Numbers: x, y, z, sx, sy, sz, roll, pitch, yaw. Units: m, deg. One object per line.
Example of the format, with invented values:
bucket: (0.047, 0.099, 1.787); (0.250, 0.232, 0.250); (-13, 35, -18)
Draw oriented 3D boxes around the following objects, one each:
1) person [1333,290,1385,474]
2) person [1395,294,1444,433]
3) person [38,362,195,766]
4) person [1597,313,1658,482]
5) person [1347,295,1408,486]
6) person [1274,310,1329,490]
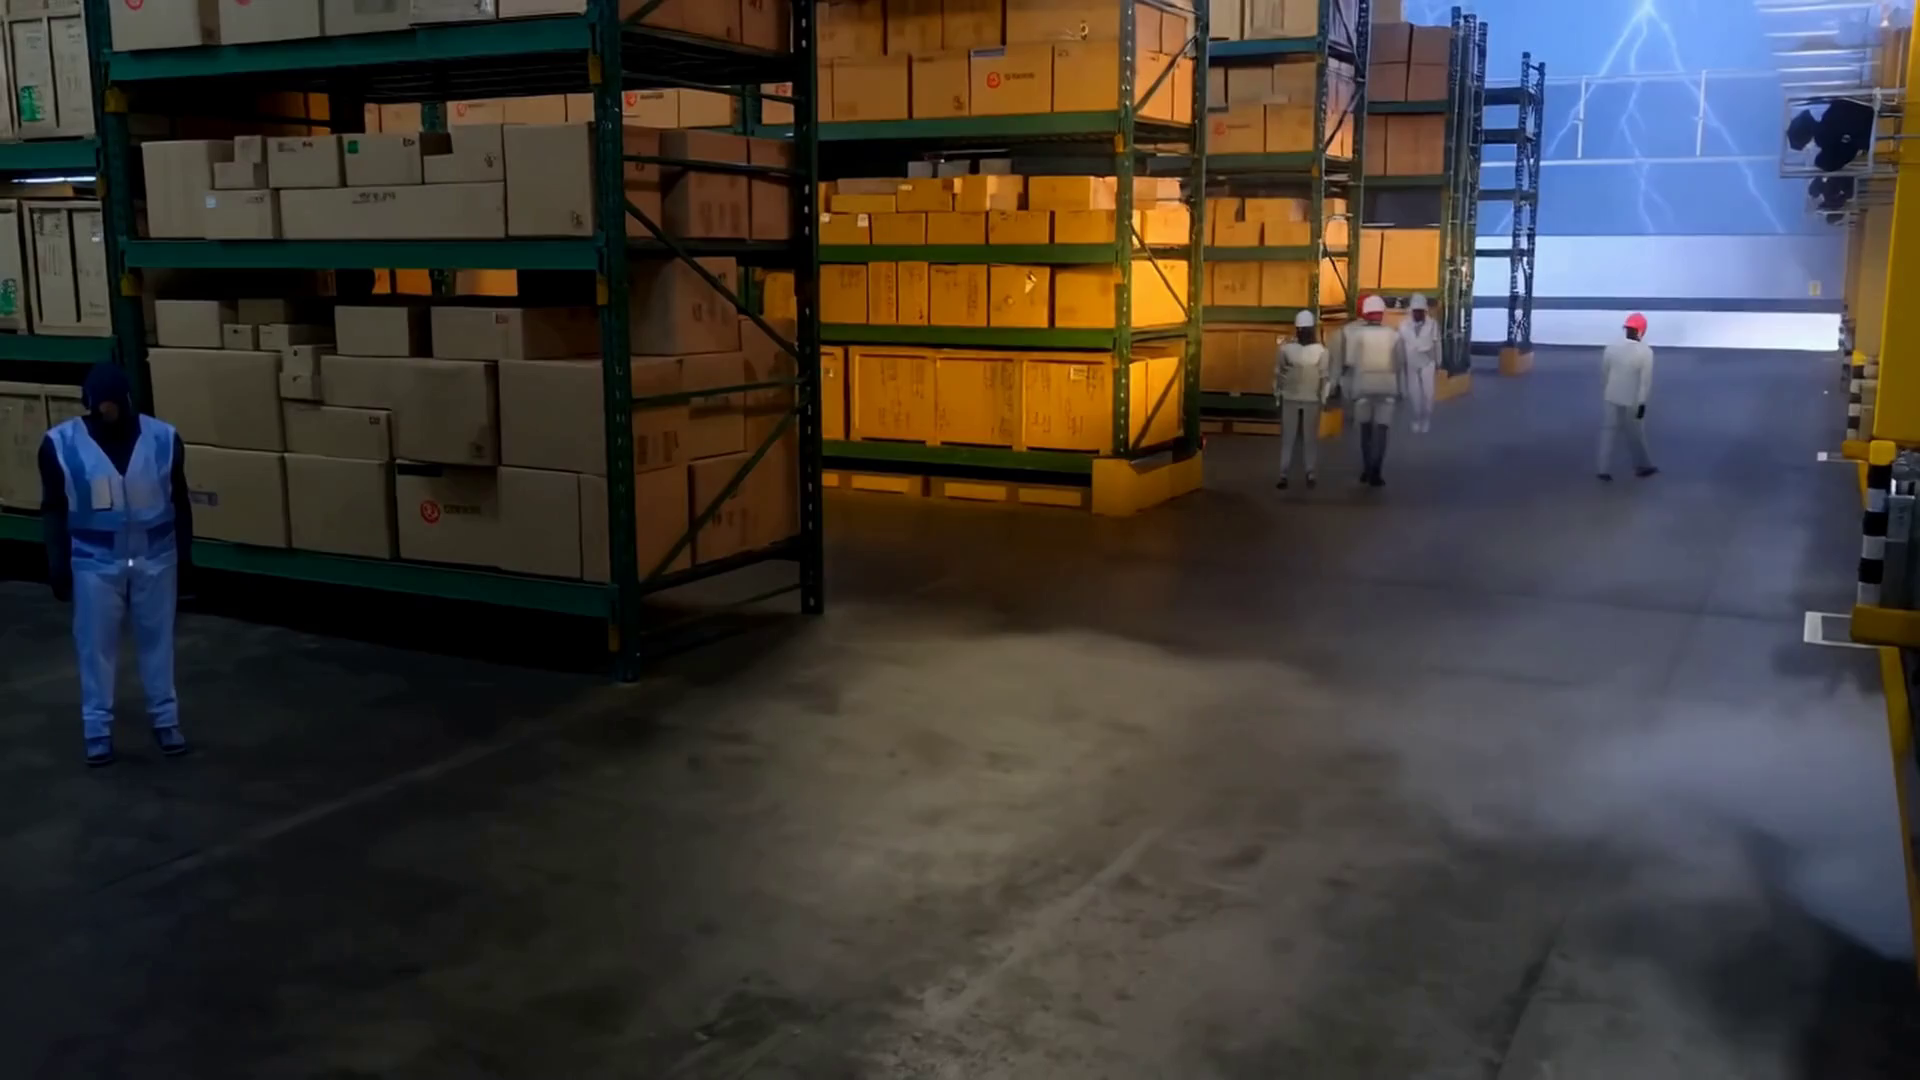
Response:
person: (4.238, -1.661, 17.565); (0.611, 1.944, 0.406); (8, 12, 37)
person: (5.960, -2.295, 21.655); (0.612, 1.796, 0.793); (4, 11, 22)
person: (-3.854, 0.102, 7.659); (0.633, 1.841, 0.429); (-7, 12, -36)
person: (6.875, -1.458, 17.068); (0.885, 1.710, 0.580); (-8, 13, -38)
person: (4.189, -1.496, 16.693); (0.607, 1.902, 0.602); (2, 10, 12)
person: (3.362, -1.374, 16.417); (0.530, 1.772, 0.303); (3, 10, 15)
